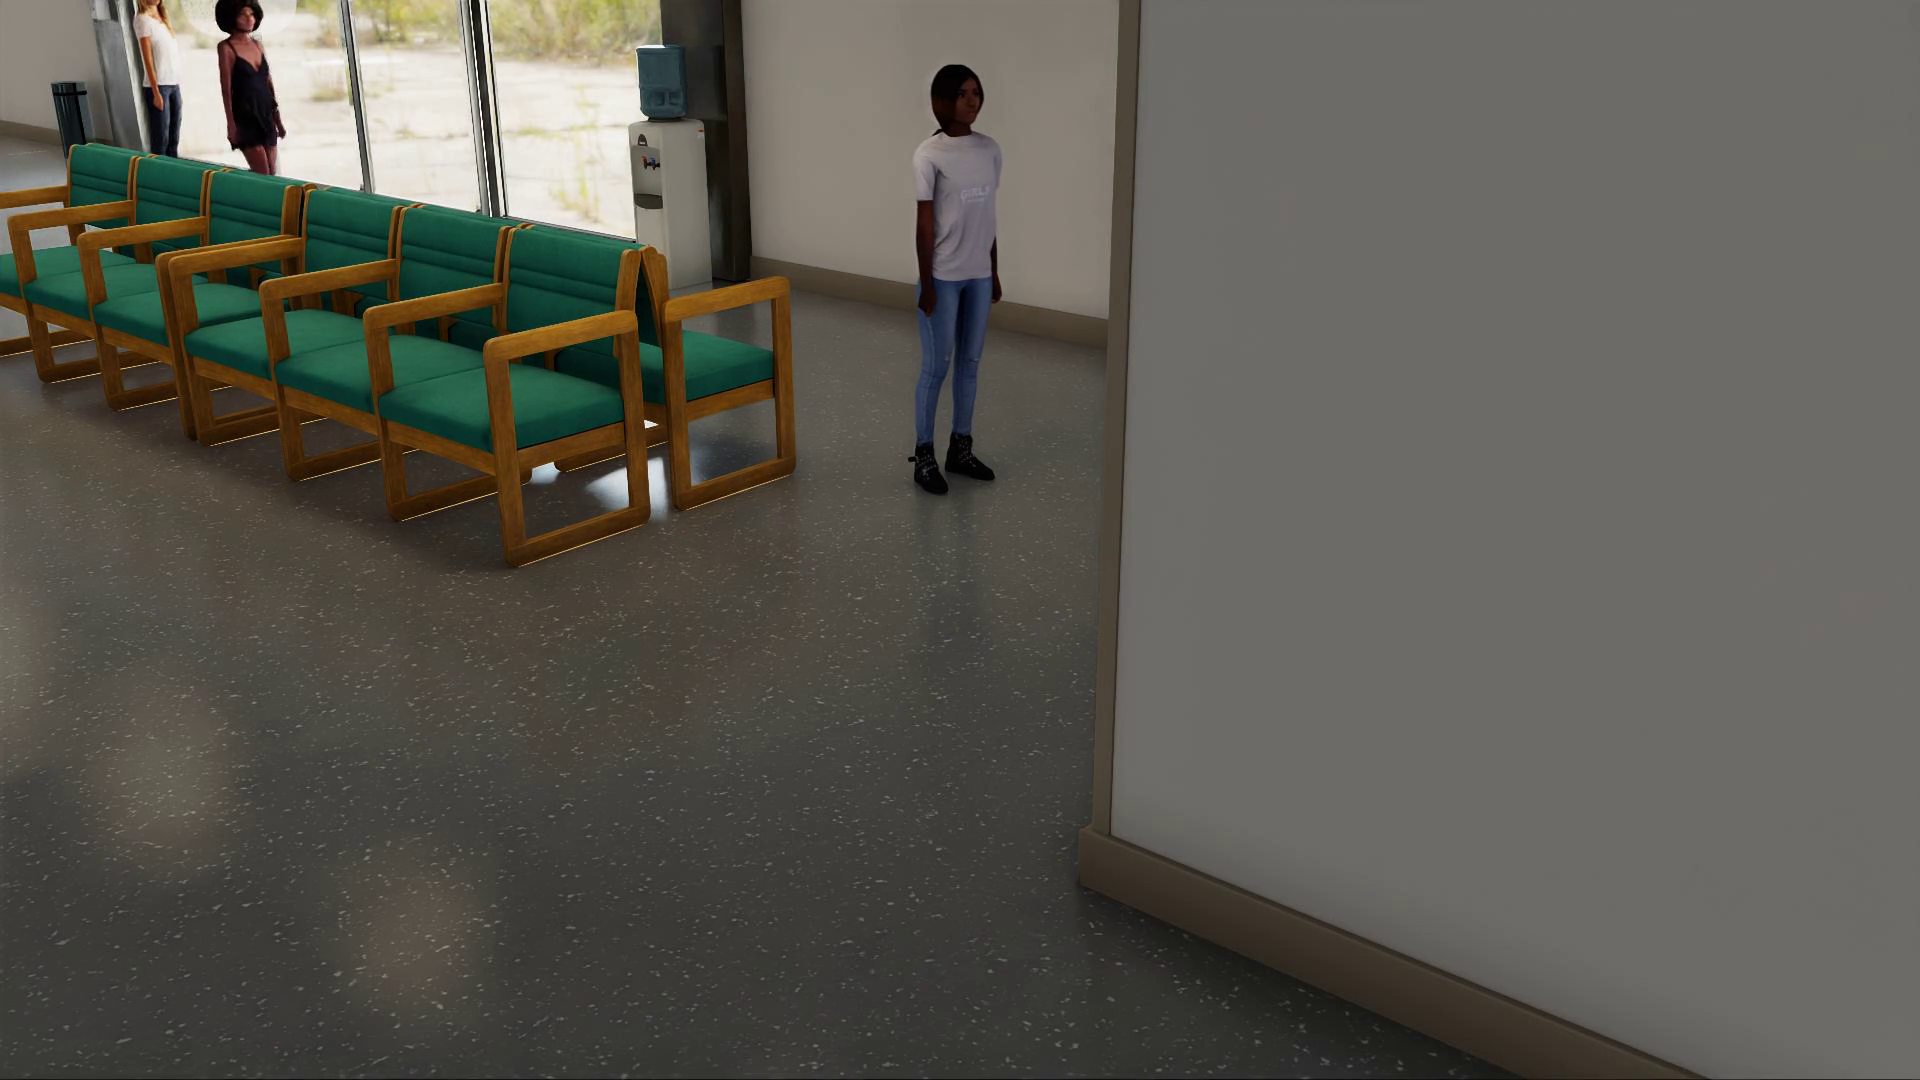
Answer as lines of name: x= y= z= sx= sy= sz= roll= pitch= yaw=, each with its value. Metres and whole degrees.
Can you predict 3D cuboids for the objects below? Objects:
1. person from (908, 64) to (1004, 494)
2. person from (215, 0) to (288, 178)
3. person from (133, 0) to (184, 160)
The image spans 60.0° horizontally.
person: x=-0.018 y=-1.069 z=6.841 sx=0.510 sy=1.719 sz=0.676 roll=-16 pitch=26 yaw=-37
person: x=-4.934 y=-2.854 z=11.467 sx=0.714 sy=1.780 sz=0.686 roll=8 pitch=22 yaw=21
person: x=-6.457 y=-3.615 z=13.436 sx=0.734 sy=1.808 sz=0.652 roll=0 pitch=21 yaw=1
